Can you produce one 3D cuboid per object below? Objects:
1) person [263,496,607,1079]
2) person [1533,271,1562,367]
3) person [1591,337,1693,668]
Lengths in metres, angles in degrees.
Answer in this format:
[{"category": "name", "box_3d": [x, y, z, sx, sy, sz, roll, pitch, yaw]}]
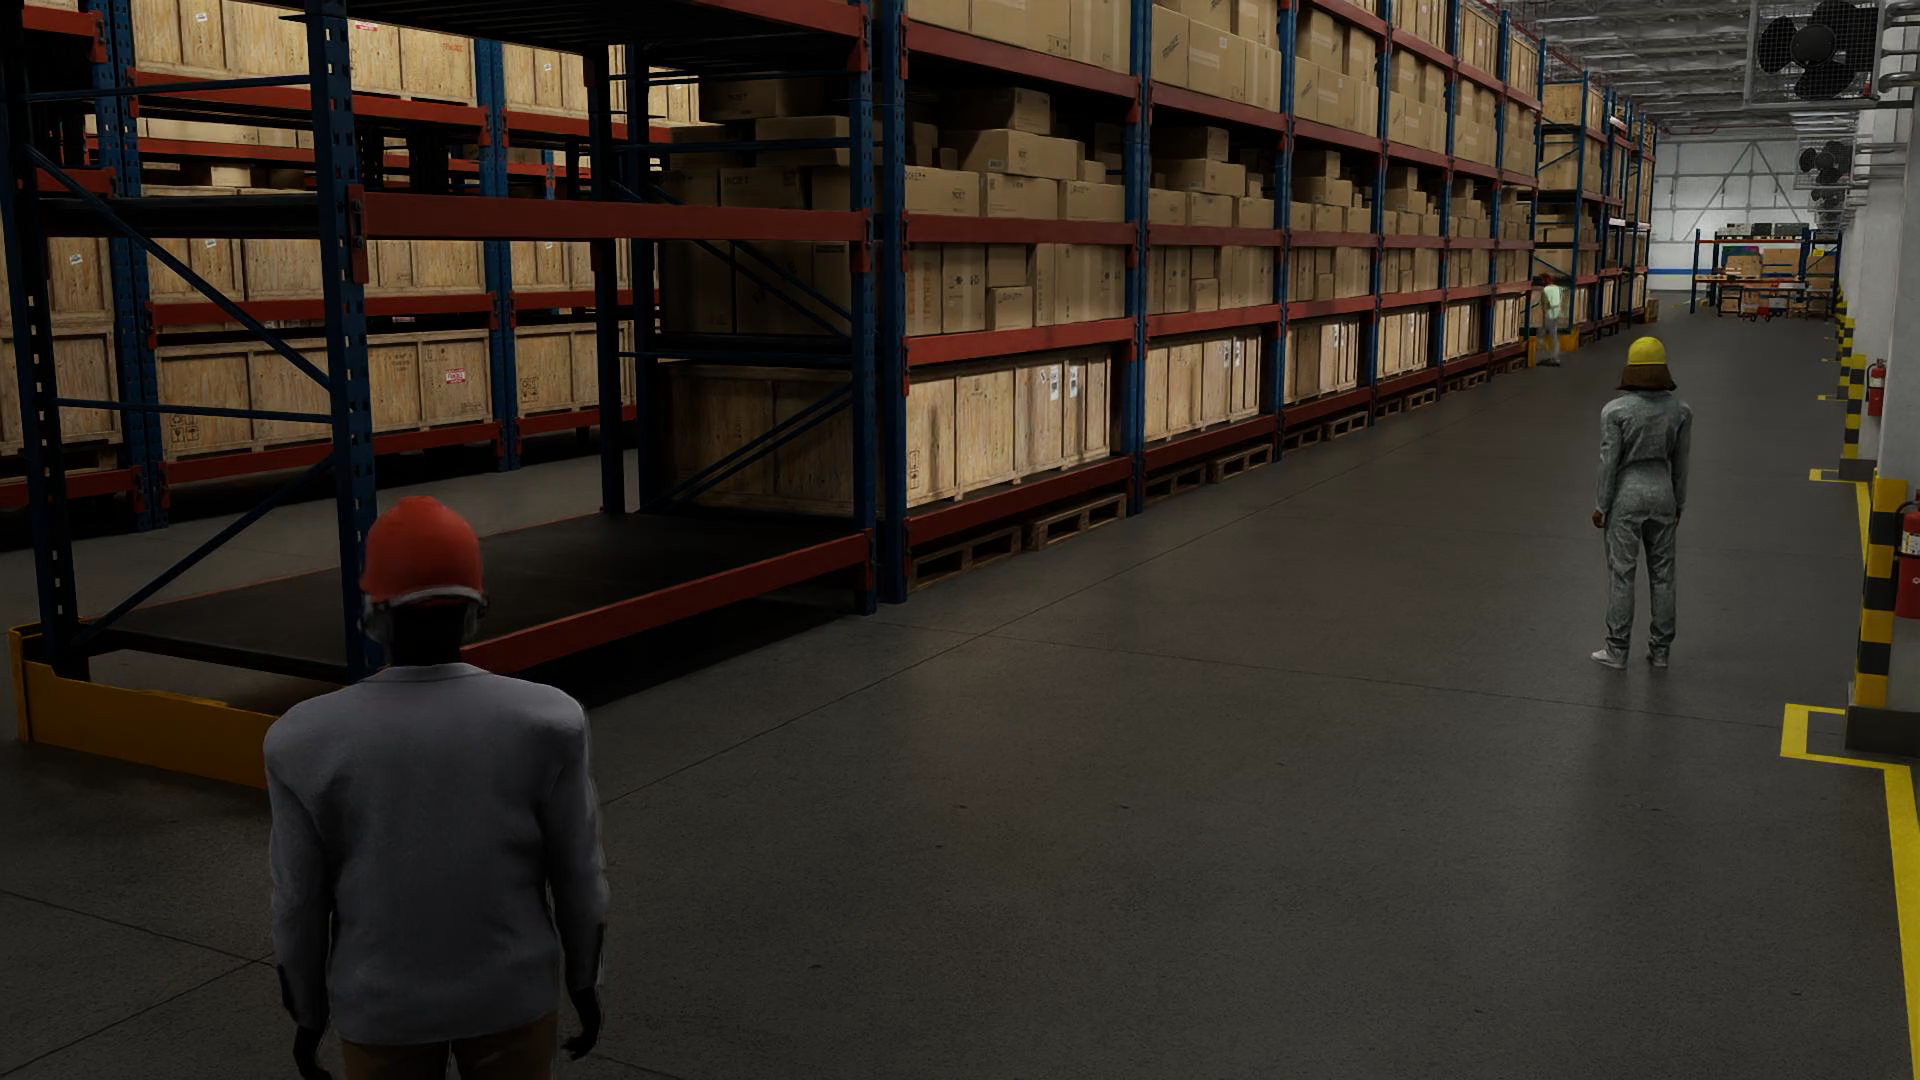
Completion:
[{"category": "person", "box_3d": [-0.926, 0.796, 3.025, 0.580, 1.748, 0.343, -3, 10, -16]}, {"category": "person", "box_3d": [11.272, -4.226, 31.878, 0.621, 1.814, 0.597, -8, 13, -39]}, {"category": "person", "box_3d": [3.569, -0.192, 8.755, 0.488, 1.740, 0.318, 0, 10, -3]}]
